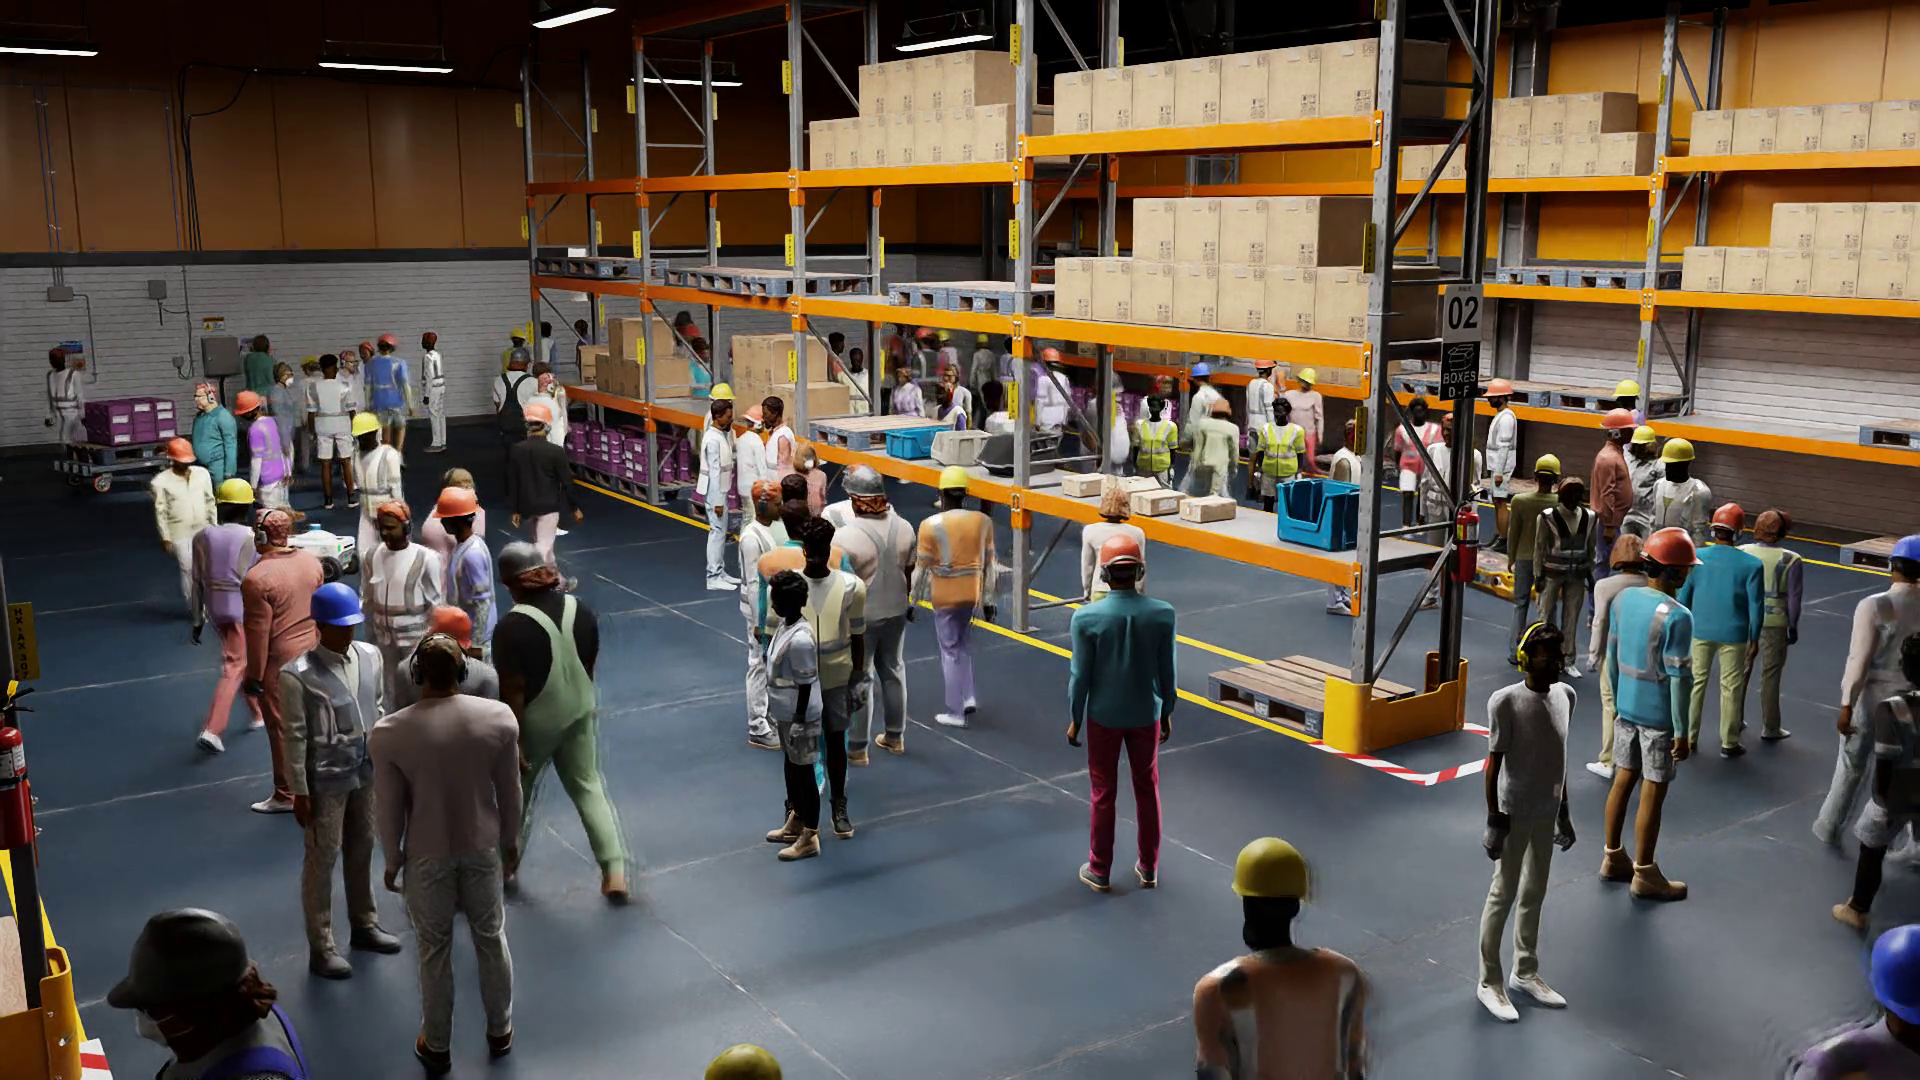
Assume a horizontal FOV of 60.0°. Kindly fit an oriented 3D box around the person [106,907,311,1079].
[{"bbox_3d":[-1.892,1.878,4.239,0.535,2.000,0.689,-4,12,-19],"label":"person"}]

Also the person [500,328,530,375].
[{"bbox_3d":[-7.046,-2.420,26.564,0.610,1.913,0.447,6,13,28],"label":"person"}]

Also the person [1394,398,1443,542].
[{"bbox_3d":[5.222,-0.799,18.954,0.531,1.643,0.902,2,11,9],"label":"person"}]

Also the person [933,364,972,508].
[{"bbox_3d":[-0.090,-1.309,21.054,0.505,1.845,0.346,6,12,27],"label":"person"}]

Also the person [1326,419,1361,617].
[{"bbox_3d":[3.583,-0.215,15.482,0.393,1.836,0.560,4,12,20],"label":"person"}]

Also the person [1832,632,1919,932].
[{"bbox_3d":[4.778,1.282,8.274,0.533,1.659,0.874,-1,11,-6],"label":"person"}]

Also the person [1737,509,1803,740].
[{"bbox_3d":[5.709,0.595,11.831,0.314,1.642,0.515,-8,14,-35],"label":"person"}]

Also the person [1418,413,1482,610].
[{"bbox_3d":[4.553,-0.248,15.532,0.576,1.882,0.355,10,15,41],"label":"person"}]

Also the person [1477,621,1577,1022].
[{"bbox_3d":[2.649,1.285,7.713,0.524,1.871,0.325,-5,12,-26],"label":"person"}]

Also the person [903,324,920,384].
[{"bbox_3d":[-0.815,-2.911,29.289,0.434,1.834,0.628,0,11,-2],"label":"person"}]

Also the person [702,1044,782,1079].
[{"bbox_3d":[-0.543,2.064,4.088,0.492,1.731,0.324,2,11,10],"label":"person"}]

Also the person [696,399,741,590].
[{"bbox_3d":[-2.404,-0.451,16.515,0.410,1.908,0.598,-1,11,-3],"label":"person"}]

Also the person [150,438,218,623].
[{"bbox_3d":[-7.026,-0.087,15.127,0.542,1.714,0.601,8,14,37],"label":"person"}]

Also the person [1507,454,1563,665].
[{"bbox_3d":[4.773,0.172,13.701,0.523,1.762,0.337,4,12,20],"label":"person"}]

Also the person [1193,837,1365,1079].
[{"bbox_3d":[0.974,1.843,4.966,0.595,1.840,1.071,-3,11,-14],"label":"person"}]

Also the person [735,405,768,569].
[{"bbox_3d":[-2.119,-0.532,17.339,0.356,1.741,0.646,-6,13,-28],"label":"person"}]

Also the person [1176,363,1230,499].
[{"bbox_3d":[2.955,-1.234,20.561,1.009,1.878,0.592,5,12,24],"label":"person"}]

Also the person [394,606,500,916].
[{"bbox_3d":[-2.688,1.161,8.754,0.591,1.705,0.507,0,11,0],"label":"person"}]

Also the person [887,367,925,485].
[{"bbox_3d":[-0.796,-1.566,22.954,0.537,1.613,0.714,8,13,34],"label":"person"}]

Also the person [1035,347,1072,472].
[{"bbox_3d":[1.284,-1.641,22.539,0.553,1.924,0.589,-11,15,-43],"label":"person"}]

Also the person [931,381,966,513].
[{"bbox_3d":[-0.118,-0.909,19.043,0.385,1.837,0.561,-8,14,-36],"label":"person"}]

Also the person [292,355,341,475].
[{"bbox_3d":[-9.193,-1.786,23.816,0.882,1.719,0.550,5,12,22],"label":"person"}]

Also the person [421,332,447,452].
[{"bbox_3d":[-8.291,-2.325,26.155,0.355,1.884,0.575,0,11,2],"label":"person"}]

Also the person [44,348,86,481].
[{"bbox_3d":[-12.516,-1.736,23.181,0.600,1.863,0.507,4,12,18],"label":"person"}]

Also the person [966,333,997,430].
[{"bbox_3d":[0.410,-2.693,28.525,0.899,1.696,0.492,9,14,40],"label":"person"}]

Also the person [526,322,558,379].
[{"bbox_3d":[-7.177,-2.814,28.660,0.699,1.877,0.746,3,12,17],"label":"person"}]

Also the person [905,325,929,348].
[{"bbox_3d":[-0.782,-3.159,30.575,0.639,1.830,0.429,9,14,37],"label":"person"}]

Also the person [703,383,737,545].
[{"bbox_3d":[-2.703,-0.860,18.816,0.403,1.824,0.598,-3,11,-15],"label":"person"}]

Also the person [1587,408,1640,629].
[{"bbox_3d":[5.839,-0.187,14.921,0.375,1.997,0.612,5,12,23],"label":"person"}]

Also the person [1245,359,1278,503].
[{"bbox_3d":[3.917,-1.450,21.525,0.342,1.942,0.552,-5,12,-22],"label":"person"}]

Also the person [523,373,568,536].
[{"bbox_3d":[-4.793,-0.993,19.342,0.395,1.891,0.643,-10,15,-42],"label":"person"}]

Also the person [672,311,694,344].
[{"bbox_3d":[-5.007,-3.133,29.888,0.538,2.000,0.742,-9,14,-38],"label":"person"}]

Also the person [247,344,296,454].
[{"bbox_3d":[-10.775,-2.195,25.873,0.647,1.733,0.577,-3,11,-13],"label":"person"}]

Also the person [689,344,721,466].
[{"bbox_3d":[-3.711,-1.961,24.427,0.574,1.827,0.582,-8,14,-36],"label":"person"}]

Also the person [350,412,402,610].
[{"bbox_3d":[-5.482,-0.308,15.862,0.590,1.887,0.893,5,12,23],"label":"person"}]

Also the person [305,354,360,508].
[{"bbox_3d":[-7.955,-1.379,21.104,0.608,1.963,0.369,-3,12,-17],"label":"person"}]

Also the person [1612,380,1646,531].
[{"bbox_3d":[7.301,-0.794,18.247,0.395,1.919,0.582,5,12,24],"label":"person"}]

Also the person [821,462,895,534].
[{"bbox_3d":[-0.844,0.318,12.728,0.713,1.827,0.976,-3,11,-13],"label":"person"}]

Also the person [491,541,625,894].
[{"bbox_3d":[-2.242,0.937,9.058,1.043,2.000,0.696,9,14,38],"label":"person"}]

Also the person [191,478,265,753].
[{"bbox_3d":[-5.114,0.515,11.652,0.596,1.881,0.990,2,11,11],"label":"person"}]

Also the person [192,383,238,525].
[{"bbox_3d":[-8.123,-0.759,18.081,0.652,1.906,0.404,8,14,35],"label":"person"}]

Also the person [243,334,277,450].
[{"bbox_3d":[-10.503,-2.131,25.051,0.674,1.927,0.504,5,12,25],"label":"person"}]

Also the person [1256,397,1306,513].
[{"bbox_3d":[3.568,-0.748,18.563,0.542,1.695,0.316,5,12,23],"label":"person"}]

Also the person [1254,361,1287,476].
[{"bbox_3d":[4.372,-1.816,23.437,0.378,1.925,0.594,-3,11,-13],"label":"person"}]

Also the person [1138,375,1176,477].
[{"bbox_3d":[2.371,-1.058,19.832,0.633,1.811,0.594,8,14,36],"label":"person"}]

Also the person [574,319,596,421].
[{"bbox_3d":[-6.453,-2.844,28.696,0.369,1.933,0.627,-3,11,-16],"label":"person"}]

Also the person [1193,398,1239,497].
[{"bbox_3d":[2.996,-0.852,19.337,0.516,1.585,0.797,7,13,33],"label":"person"}]
